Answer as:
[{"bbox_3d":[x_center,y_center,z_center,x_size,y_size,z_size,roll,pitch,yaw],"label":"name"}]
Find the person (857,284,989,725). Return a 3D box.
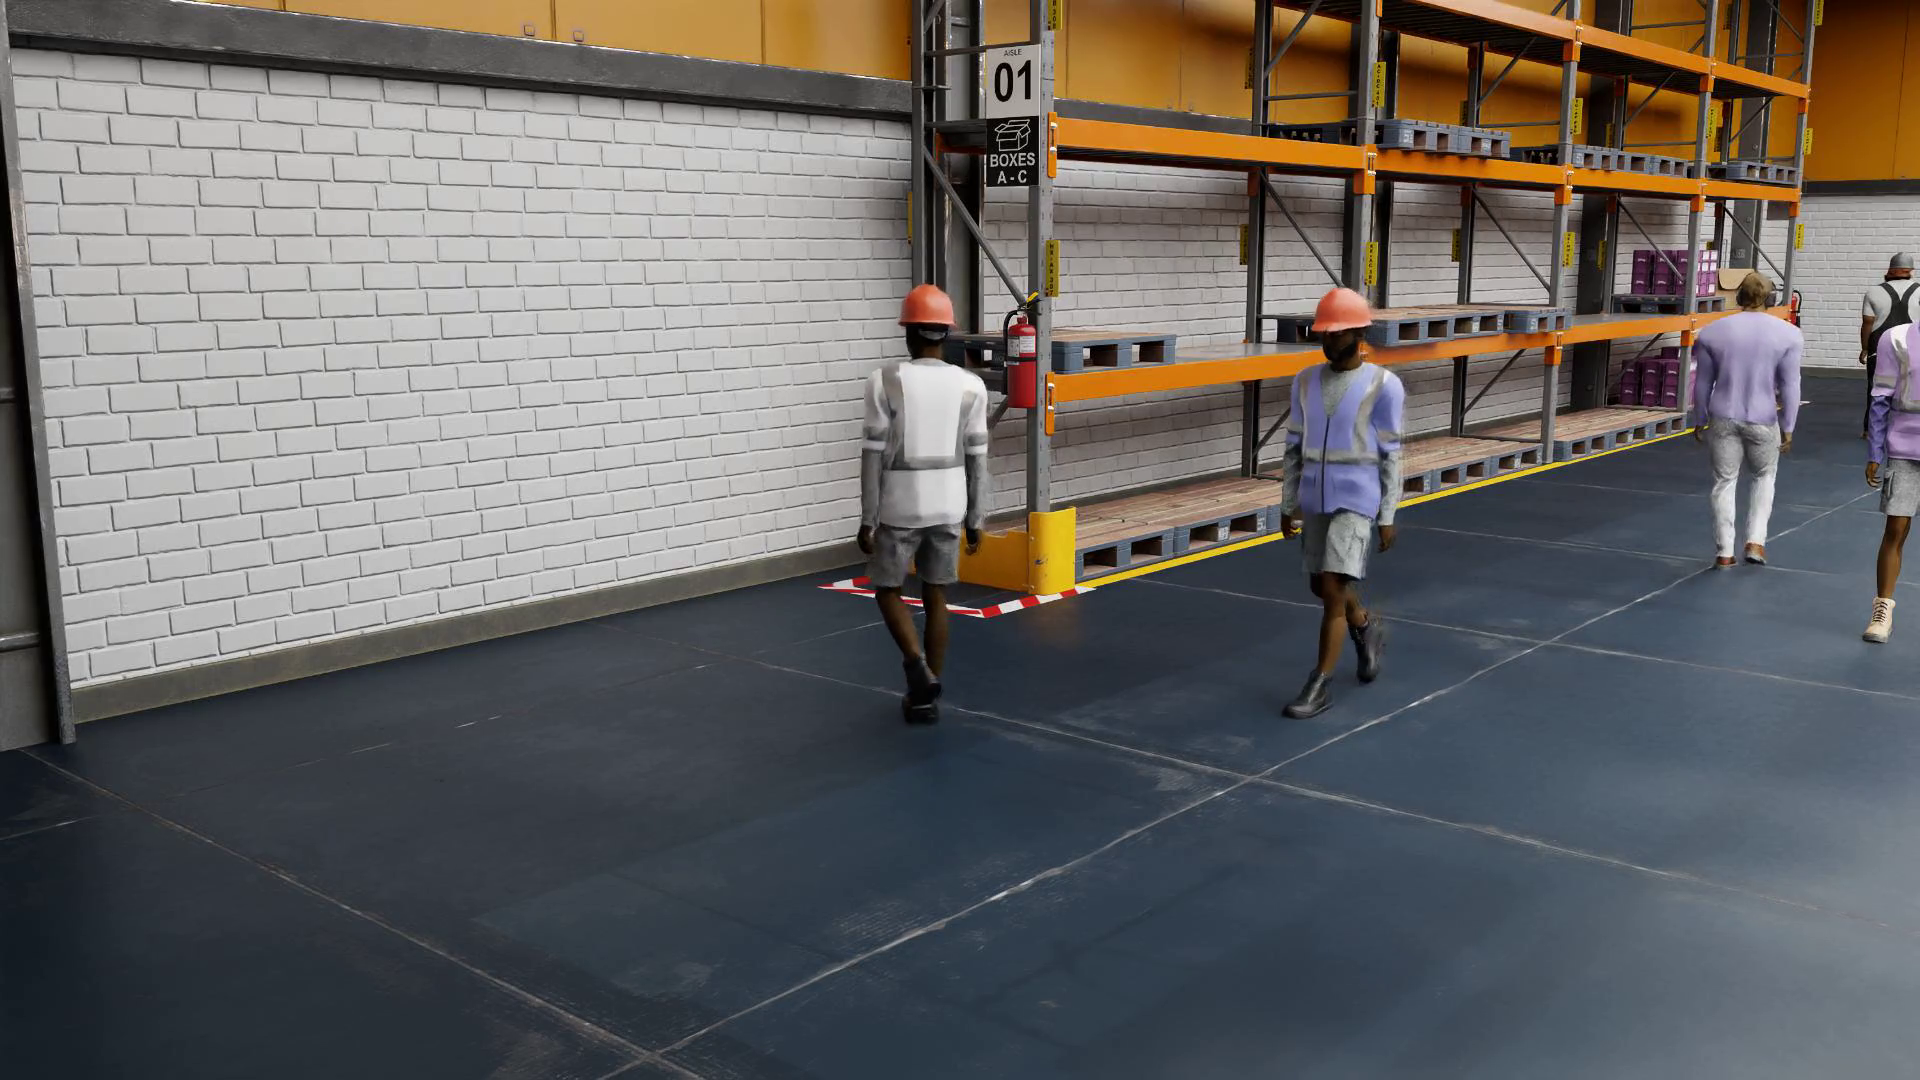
[{"bbox_3d":[-0.148,-0.126,7.136,0.577,1.923,0.533,-3,10,-17],"label":"person"}]

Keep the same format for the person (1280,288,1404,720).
[{"bbox_3d":[1.748,-0.189,7.547,0.556,1.909,0.881,9,14,43],"label":"person"}]

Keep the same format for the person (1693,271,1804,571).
[{"bbox_3d":[5.062,-0.761,10.742,0.644,1.920,0.509,6,12,30],"label":"person"}]

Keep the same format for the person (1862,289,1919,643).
[{"bbox_3d":[5.056,-0.453,8.655,0.609,2.043,0.377,5,11,27],"label":"person"}]

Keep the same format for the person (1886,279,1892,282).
[{"bbox_3d":[12.016,-2.605,21.454,0.579,1.854,0.831,7,12,34],"label":"person"}]

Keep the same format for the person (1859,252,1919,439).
[{"bbox_3d":[10.107,-2.095,18.010,0.684,2.000,0.535,4,11,23],"label":"person"}]
